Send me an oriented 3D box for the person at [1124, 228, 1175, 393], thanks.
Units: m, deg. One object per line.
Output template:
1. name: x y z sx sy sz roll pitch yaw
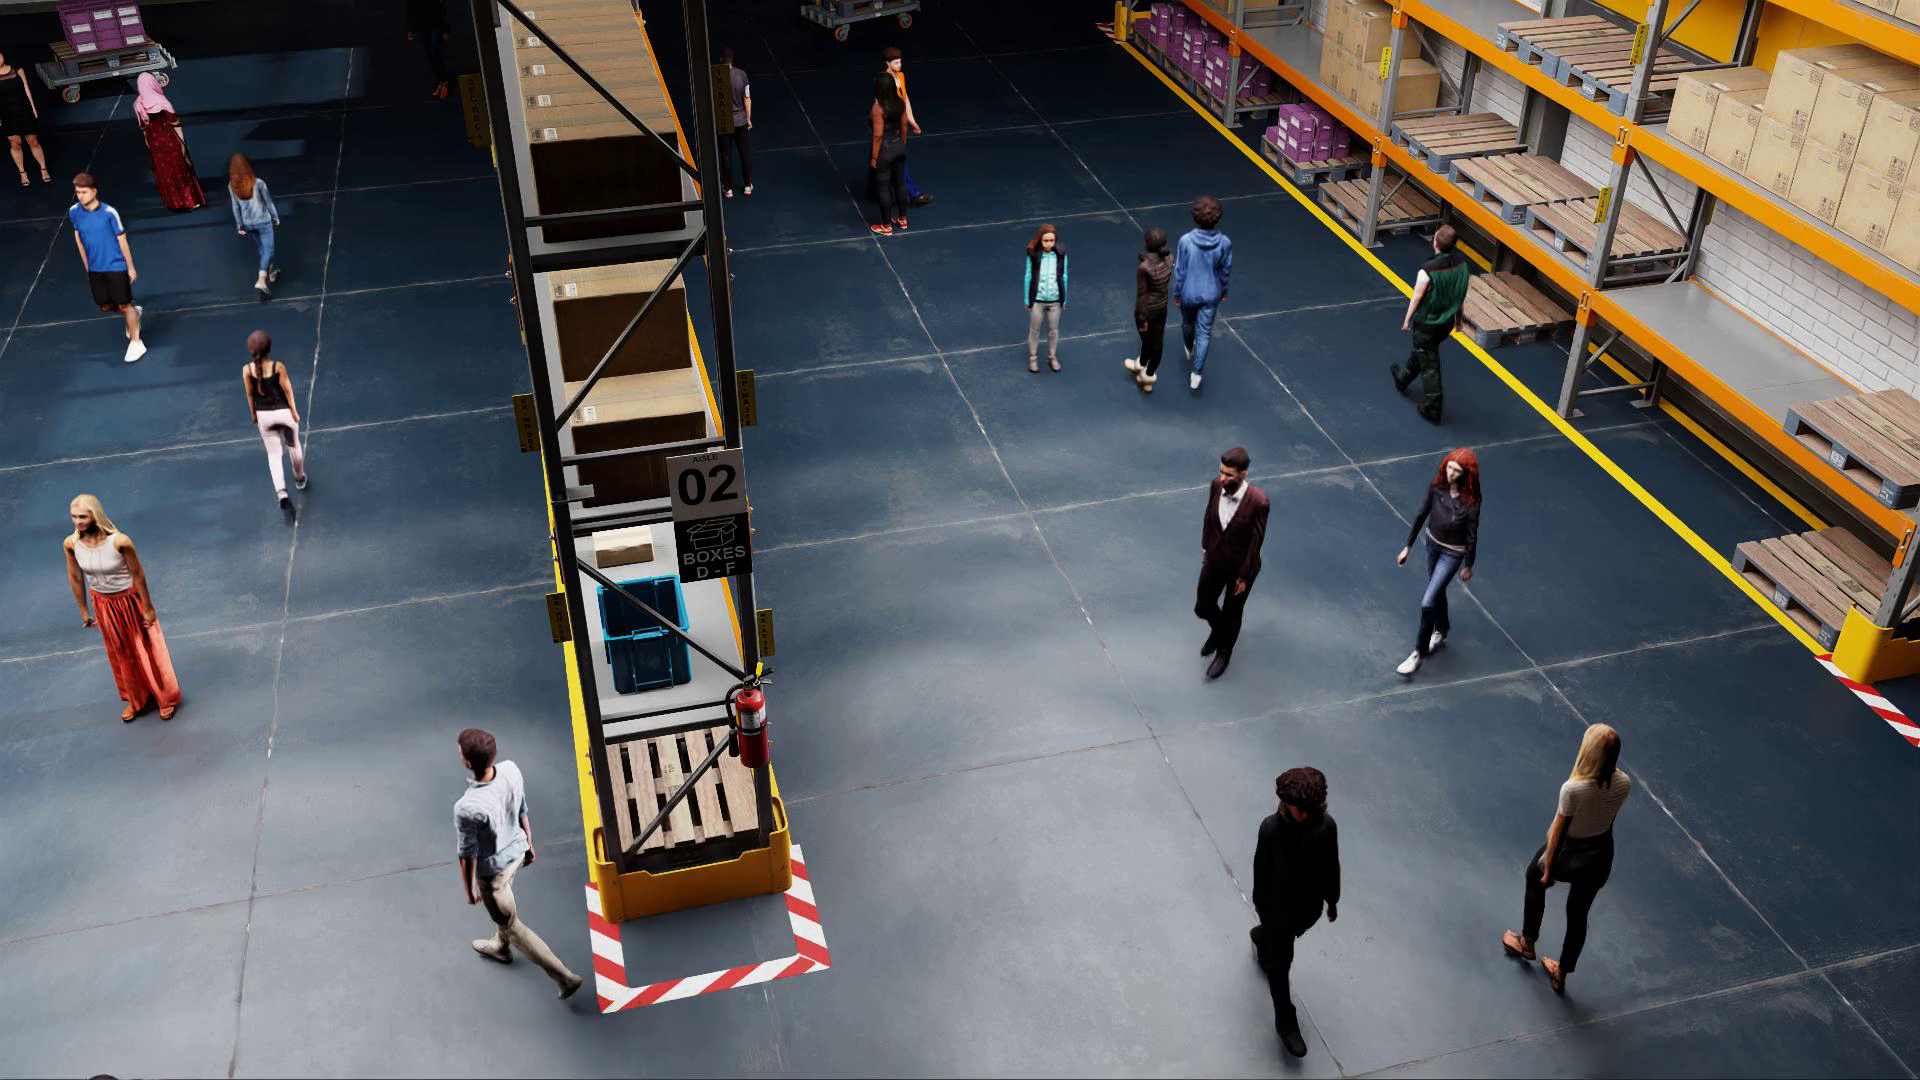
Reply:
1. person: 1.732 -2.075 15.293 0.726 1.642 0.896 -17 37 -24

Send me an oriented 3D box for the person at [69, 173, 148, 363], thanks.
1. person: -8.136 -2.664 15.991 0.779 1.850 0.974 -1 34 -1

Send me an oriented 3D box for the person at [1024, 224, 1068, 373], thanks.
1. person: 0.811 -2.302 15.765 0.598 1.496 0.612 -4 34 -5

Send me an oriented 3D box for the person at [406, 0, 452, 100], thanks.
1. person: -7.084 -6.902 22.412 0.838 1.801 0.873 12 35 17

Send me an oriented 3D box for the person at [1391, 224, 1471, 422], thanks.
1. person: 4.282 -1.909 14.898 0.792 1.802 1.116 -14 36 -20

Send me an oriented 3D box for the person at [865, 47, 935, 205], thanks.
1. person: -0.896 -4.752 19.139 1.099 1.842 1.138 11 35 16

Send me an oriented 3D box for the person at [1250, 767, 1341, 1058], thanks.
1. person: 1.814 1.910 9.194 0.637 1.757 1.108 -10 35 -15

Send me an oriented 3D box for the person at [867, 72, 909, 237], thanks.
1. person: -0.799 -4.305 18.492 0.795 1.815 0.780 28 43 35

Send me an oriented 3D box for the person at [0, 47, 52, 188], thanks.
1. person: -11.174 -5.030 19.676 0.711 1.712 0.713 -21 39 -28

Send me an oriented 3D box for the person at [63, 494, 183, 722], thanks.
1. person: -5.718 0.455 11.342 0.677 1.802 0.641 -2 34 -3

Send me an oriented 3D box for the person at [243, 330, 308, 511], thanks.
1. person: -5.662 -0.980 13.739 0.517 1.539 0.945 -9 35 -13

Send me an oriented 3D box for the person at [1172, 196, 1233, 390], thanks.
1. person: 2.237 -2.263 15.462 1.006 1.767 1.269 5 34 7

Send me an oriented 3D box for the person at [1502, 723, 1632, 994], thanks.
1. person: 3.486 1.842 9.249 0.634 1.809 0.714 -5 34 -7

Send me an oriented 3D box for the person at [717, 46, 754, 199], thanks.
1. person: -2.666 -4.874 19.393 0.653 1.765 0.554 -11 35 -16

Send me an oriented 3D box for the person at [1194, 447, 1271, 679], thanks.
1. person: 1.964 0.122 11.799 0.836 1.850 0.906 26 41 33

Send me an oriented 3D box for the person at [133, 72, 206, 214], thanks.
1. person: -9.087 -4.547 19.015 0.739 1.638 0.719 2 34 4

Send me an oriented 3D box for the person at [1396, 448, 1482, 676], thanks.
1. person: 3.525 0.090 11.926 0.812 1.764 0.891 -19 38 -26

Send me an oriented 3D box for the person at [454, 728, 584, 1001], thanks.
1. person: -2.498 1.829 9.258 1.176 1.821 1.147 16 37 22

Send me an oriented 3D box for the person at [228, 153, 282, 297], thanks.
1. person: -7.303 -3.254 17.238 0.737 1.453 1.017 1 34 2
